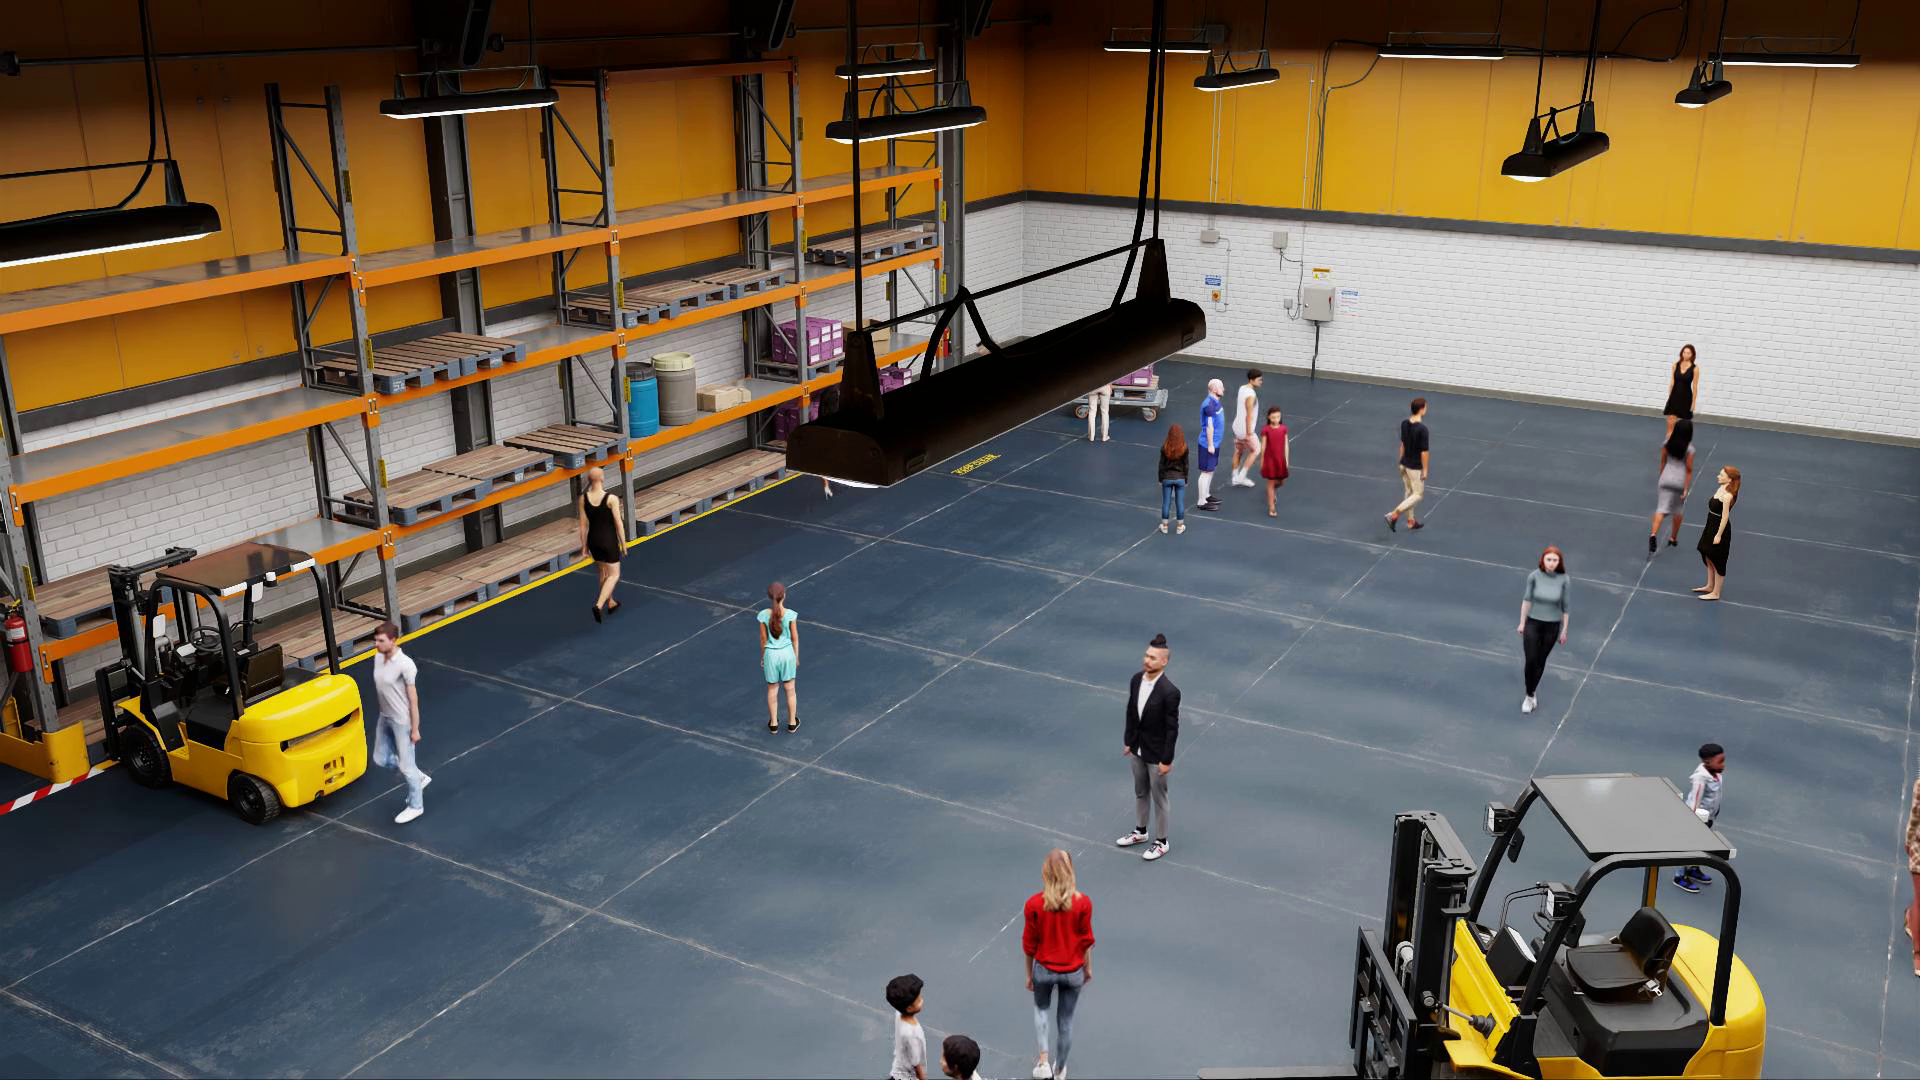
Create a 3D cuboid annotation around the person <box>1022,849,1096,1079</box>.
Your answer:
[{"bbox_3d":[0.646,2.854,10.829,0.740,1.694,0.766,1,19,4],"label":"person"}]

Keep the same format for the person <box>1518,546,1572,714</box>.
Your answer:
[{"bbox_3d":[5.843,0.860,16.695,0.709,1.730,0.786,5,19,14],"label":"person"}]

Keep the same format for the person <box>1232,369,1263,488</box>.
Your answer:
[{"bbox_3d":[4.025,-1.601,23.954,0.866,1.761,0.800,-5,19,-15],"label":"person"}]

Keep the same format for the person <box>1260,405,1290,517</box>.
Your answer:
[{"bbox_3d":[4.301,-1.120,22.880,0.808,1.535,0.904,-2,19,-7],"label":"person"}]

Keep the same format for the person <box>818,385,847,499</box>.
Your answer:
[{"bbox_3d":[-1.842,-1.356,23.484,0.657,1.597,0.964,7,20,21],"label":"person"}]

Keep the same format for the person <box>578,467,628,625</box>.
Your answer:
[{"bbox_3d":[-4.085,0.080,18.909,0.856,1.796,1.124,4,19,11],"label":"person"}]

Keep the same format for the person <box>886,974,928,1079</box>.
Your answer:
[{"bbox_3d":[-0.376,3.277,10.274,0.857,1.248,0.857,-2,19,-7],"label":"person"}]

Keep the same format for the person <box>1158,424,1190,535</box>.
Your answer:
[{"bbox_3d":[2.838,-0.816,22.063,0.620,1.481,0.614,2,19,6],"label":"person"}]

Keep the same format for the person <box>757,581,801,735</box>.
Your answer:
[{"bbox_3d":[-1.757,1.127,16.169,0.650,1.559,0.692,-1,19,-3],"label":"person"}]

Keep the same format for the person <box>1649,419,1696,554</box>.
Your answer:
[{"bbox_3d":[9.027,-0.651,21.151,0.714,1.749,1.124,15,24,37],"label":"person"}]

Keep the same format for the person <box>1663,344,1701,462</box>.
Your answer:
[{"bbox_3d":[10.983,-2.068,25.252,0.706,1.817,1.004,16,24,39],"label":"person"}]

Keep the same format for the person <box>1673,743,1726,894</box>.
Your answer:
[{"bbox_3d":[5.972,2.210,13.424,0.490,1.258,0.586,-16,25,-40],"label":"person"}]

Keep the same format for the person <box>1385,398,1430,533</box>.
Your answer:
[{"bbox_3d":[5.894,-0.950,21.897,1.092,1.839,0.953,-10,21,-26],"label":"person"}]

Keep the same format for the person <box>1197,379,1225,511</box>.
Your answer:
[{"bbox_3d":[3.472,-1.343,23.064,0.777,1.839,0.581,6,19,16],"label":"person"}]

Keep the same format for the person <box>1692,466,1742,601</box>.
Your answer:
[{"bbox_3d":[8.995,-0.096,19.697,0.703,1.625,0.606,3,19,9],"label":"person"}]

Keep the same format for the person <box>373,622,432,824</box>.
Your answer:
[{"bbox_3d":[-4.810,1.546,14.491,0.710,1.837,0.739,13,23,35],"label":"person"}]

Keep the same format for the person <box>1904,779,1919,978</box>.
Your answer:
[{"bbox_3d":[7.253,2.317,12.379,0.720,1.723,1.173,6,20,18],"label":"person"}]

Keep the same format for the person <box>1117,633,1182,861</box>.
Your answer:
[{"bbox_3d":[1.605,1.701,13.862,0.741,1.944,0.783,-14,23,-36],"label":"person"}]
